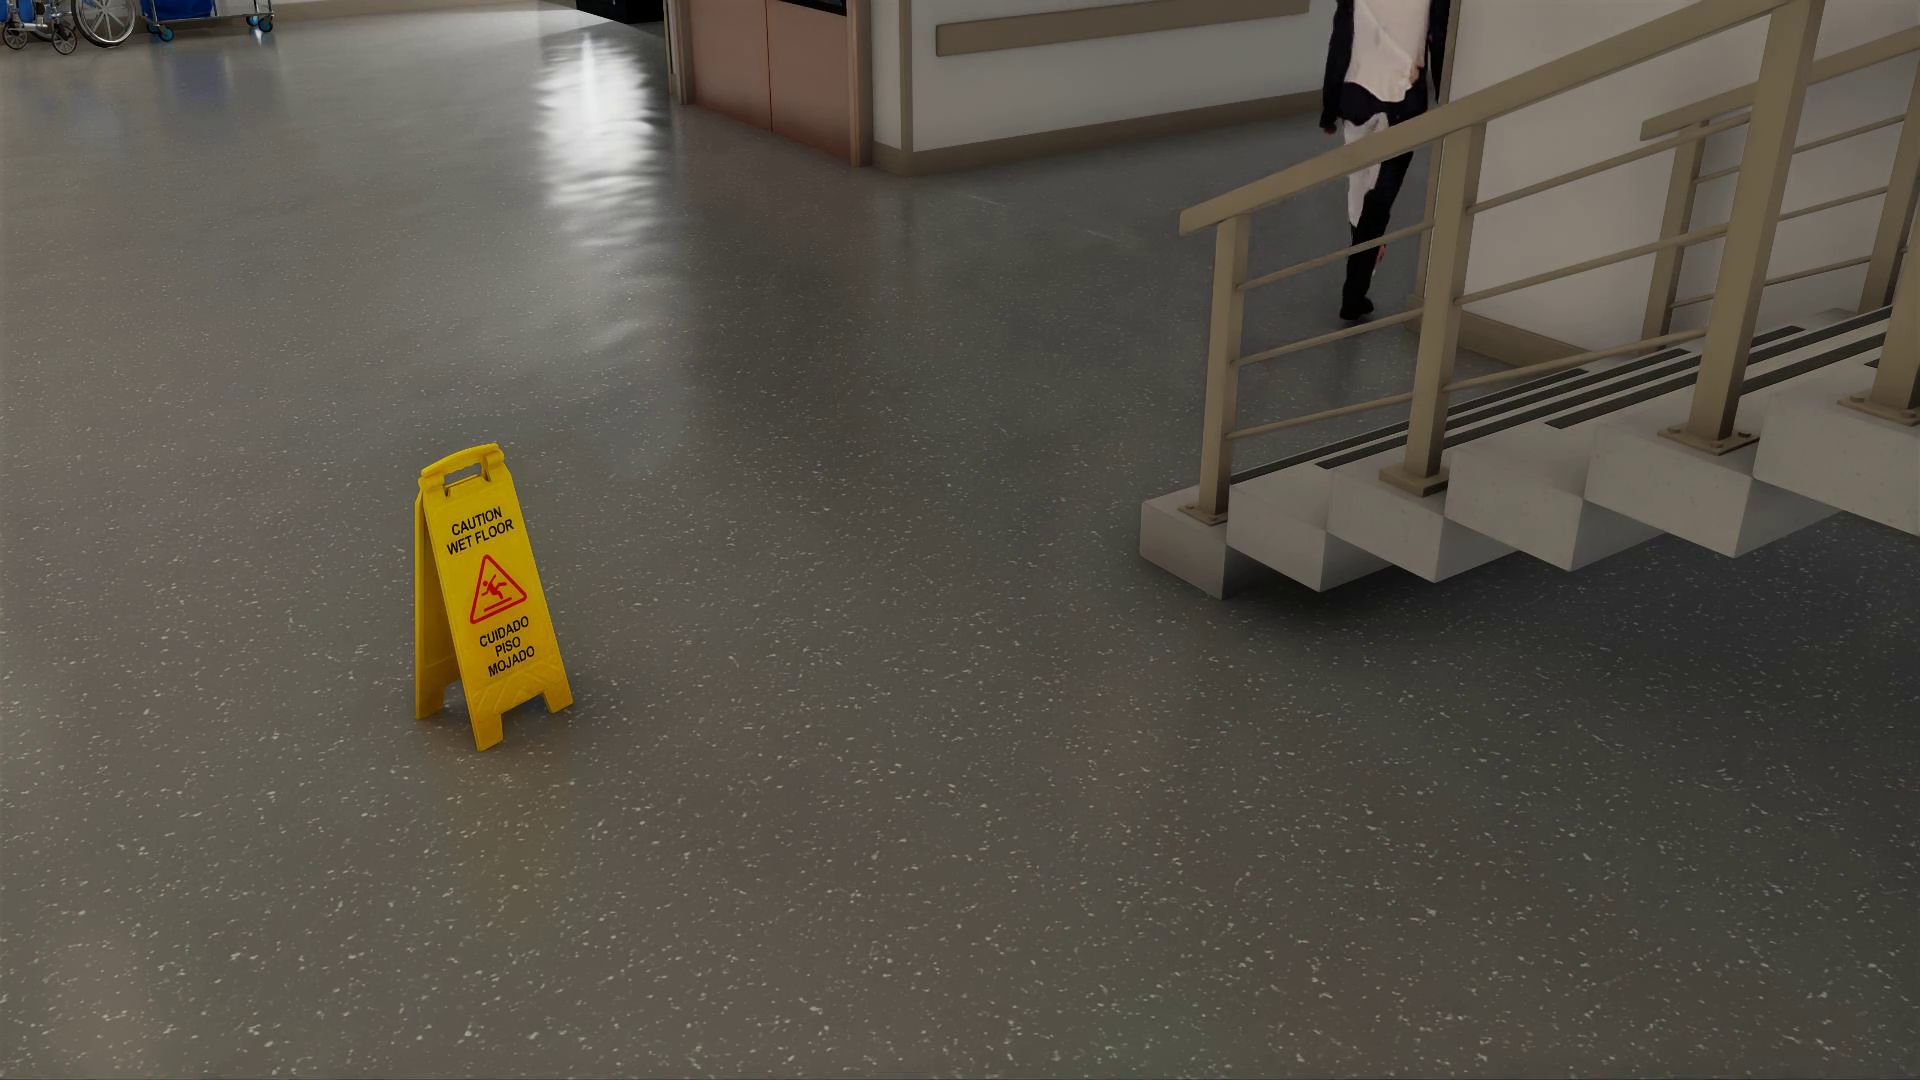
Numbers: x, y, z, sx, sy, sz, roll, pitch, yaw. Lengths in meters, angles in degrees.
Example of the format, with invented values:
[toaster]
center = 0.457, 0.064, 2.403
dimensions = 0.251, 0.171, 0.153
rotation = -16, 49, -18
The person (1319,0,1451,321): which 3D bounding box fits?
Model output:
[person]
center = 1.885, -1.916, 7.527
dimensions = 1.202, 1.846, 1.054
rotation = 16, 30, 29
